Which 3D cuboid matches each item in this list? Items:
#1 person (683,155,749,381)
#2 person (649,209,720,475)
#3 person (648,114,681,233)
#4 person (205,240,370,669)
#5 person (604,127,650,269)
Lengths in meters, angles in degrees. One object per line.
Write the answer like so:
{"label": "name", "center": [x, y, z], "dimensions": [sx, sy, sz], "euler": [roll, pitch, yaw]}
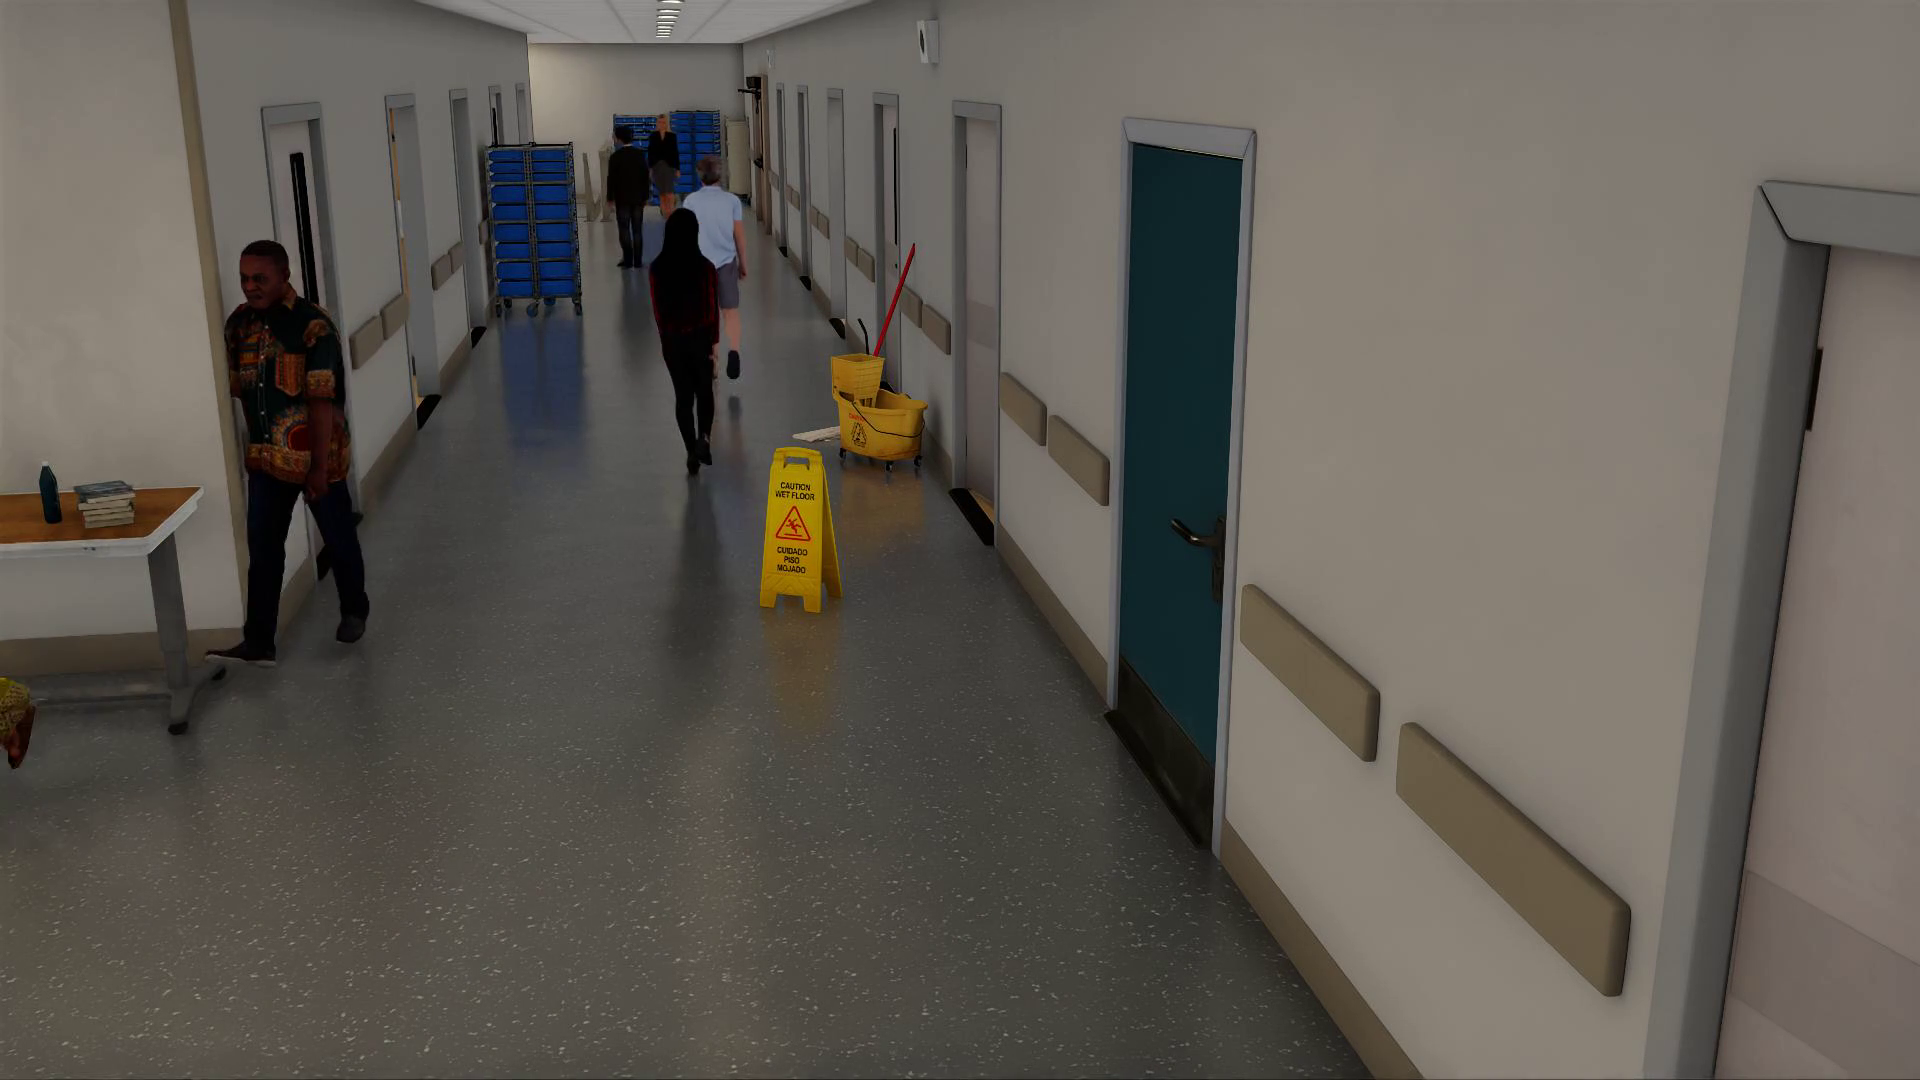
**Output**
{"label": "person", "center": [-1.976, -2.165, 13.426], "dimensions": [0.678, 1.813, 0.996], "euler": [-3, 16, -12]}
{"label": "person", "center": [-1.710, -1.208, 10.346], "dimensions": [0.615, 1.642, 0.652], "euler": [0, 16, -1]}
{"label": "person", "center": [-4.629, -5.708, 25.990], "dimensions": [0.659, 1.814, 0.750], "euler": [0, 16, -2]}
{"label": "person", "center": [-2.756, -0.365, 7.067], "dimensions": [0.985, 1.758, 1.239], "euler": [2, 16, 8]}
{"label": "person", "center": [-4.264, -4.411, 21.440], "dimensions": [0.815, 1.788, 0.756], "euler": [-6, 17, -20]}
